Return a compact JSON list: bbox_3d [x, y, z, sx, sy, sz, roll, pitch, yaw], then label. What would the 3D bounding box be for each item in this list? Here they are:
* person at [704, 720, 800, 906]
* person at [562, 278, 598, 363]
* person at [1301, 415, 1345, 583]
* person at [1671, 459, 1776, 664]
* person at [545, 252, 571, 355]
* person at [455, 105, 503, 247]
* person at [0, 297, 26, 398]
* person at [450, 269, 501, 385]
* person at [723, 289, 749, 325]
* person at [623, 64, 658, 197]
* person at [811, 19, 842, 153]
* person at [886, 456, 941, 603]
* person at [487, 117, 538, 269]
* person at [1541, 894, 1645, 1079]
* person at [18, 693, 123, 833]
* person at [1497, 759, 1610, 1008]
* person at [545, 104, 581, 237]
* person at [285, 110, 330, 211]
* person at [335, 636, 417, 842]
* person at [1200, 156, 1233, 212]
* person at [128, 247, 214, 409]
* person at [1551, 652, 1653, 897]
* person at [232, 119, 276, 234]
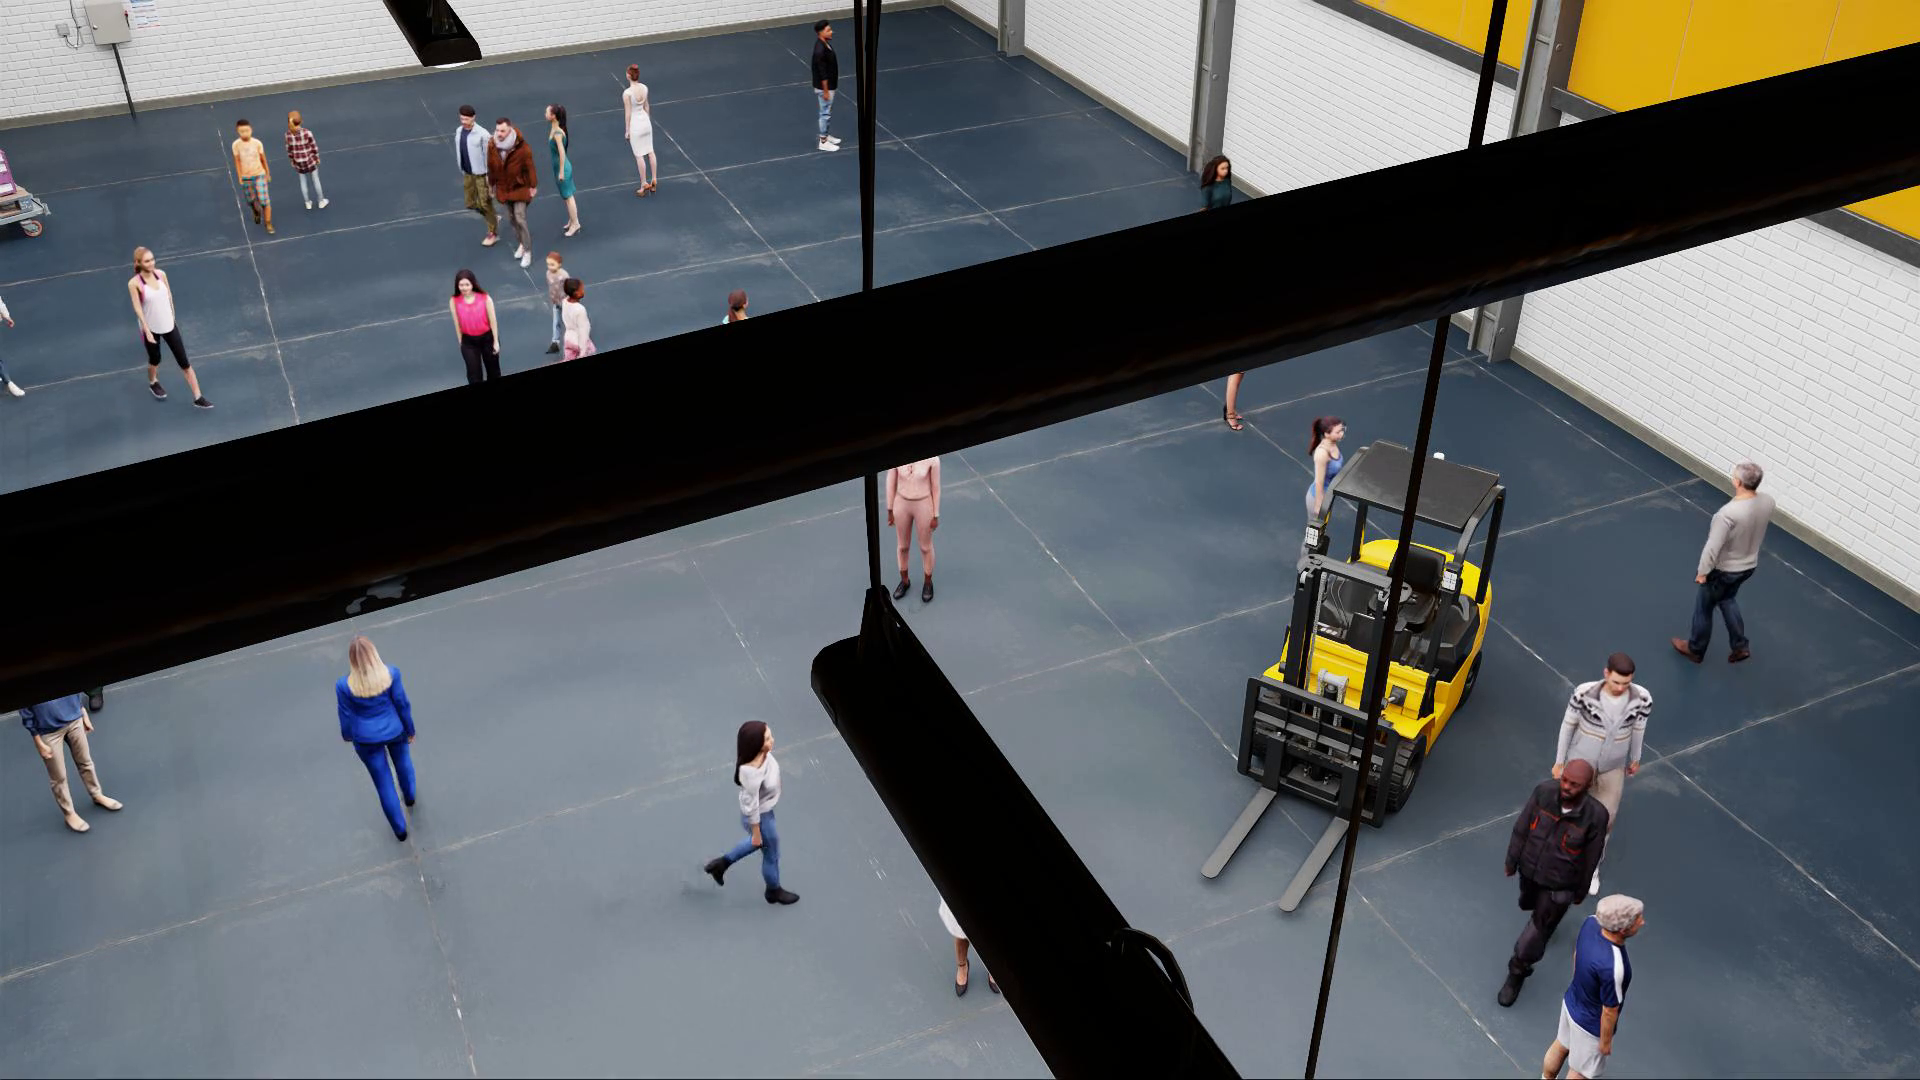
[{"bbox_3d":[-1.426,1.844,11.207,0.881,1.616,0.917,0,34,0],"label":"person"},{"bbox_3d":[-4.022,-2.035,17.210,0.985,1.430,0.860,25,41,33],"label":"person"},{"bbox_3d":[3.162,-0.376,14.553,0.713,1.610,0.660,13,36,19],"label":"person"},{"bbox_3d":[6.239,0.247,13.355,0.727,1.898,0.863,-14,36,-20],"label":"person"},{"bbox_3d":[-4.350,-2.651,18.379,0.814,1.163,0.870,12,35,17],"label":"person"},{"bbox_3d":[-5.930,-4.562,20.685,0.870,1.794,0.942,16,37,22],"label":"person"},{"bbox_3d":[-10.334,-2.324,17.492,1.134,1.601,0.989,19,38,26],"label":"person"},{"bbox_3d":[-4.898,-2.011,17.002,0.704,1.621,1.111,-8,35,-12],"label":"person"},{"bbox_3d":[-2.173,-1.808,16.754,0.639,1.558,0.708,15,36,21],"label":"person"},{"bbox_3d":[-4.225,-5.421,21.980,0.617,1.790,0.637,26,41,33],"label":"person"},{"bbox_3d":[-1.917,-6.444,23.497,0.841,1.814,0.707,1,34,1],"label":"person"},{"bbox_3d":[-0.391,-0.255,14.270,0.701,1.722,0.725,6,34,8],"label":"person"},{"bbox_3d":[-5.411,-4.295,20.263,0.925,1.815,0.987,9,35,14],"label":"person"},{"bbox_3d":[3.660,2.740,9.659,0.773,1.839,0.634,-1,34,-1],"label":"person"},{"bbox_3d":[-6.451,1.345,11.886,0.750,1.696,0.714,17,37,23],"label":"person"},{"bbox_3d":[3.838,2.078,10.691,1.235,1.797,1.063,28,43,35],"label":"person"},{"bbox_3d":[-5.005,-4.663,20.933,0.657,1.686,0.474,-8,34,-11],"label":"person"},{"bbox_3d":[-8.574,-4.976,21.748,0.584,1.305,0.577,-5,34,-8],"label":"person"},{"bbox_3d":[-4.072,1.443,11.749,0.662,1.684,0.803,-18,38,-25],"label":"person"},{"bbox_3d":[2.972,-3.807,19.734,0.601,1.587,0.970,-16,37,-22],"label":"person"},{"bbox_3d":[-8.327,-2.179,17.146,1.247,1.743,1.008,21,39,29],"label":"person"},{"bbox_3d":[4.415,1.482,11.557,0.962,1.833,1.020,7,34,11],"label":"person"},{"bbox_3d":[-8.967,-4.635,21.102,0.549,1.453,0.699,-12,36,-18],"label":"person"}]
